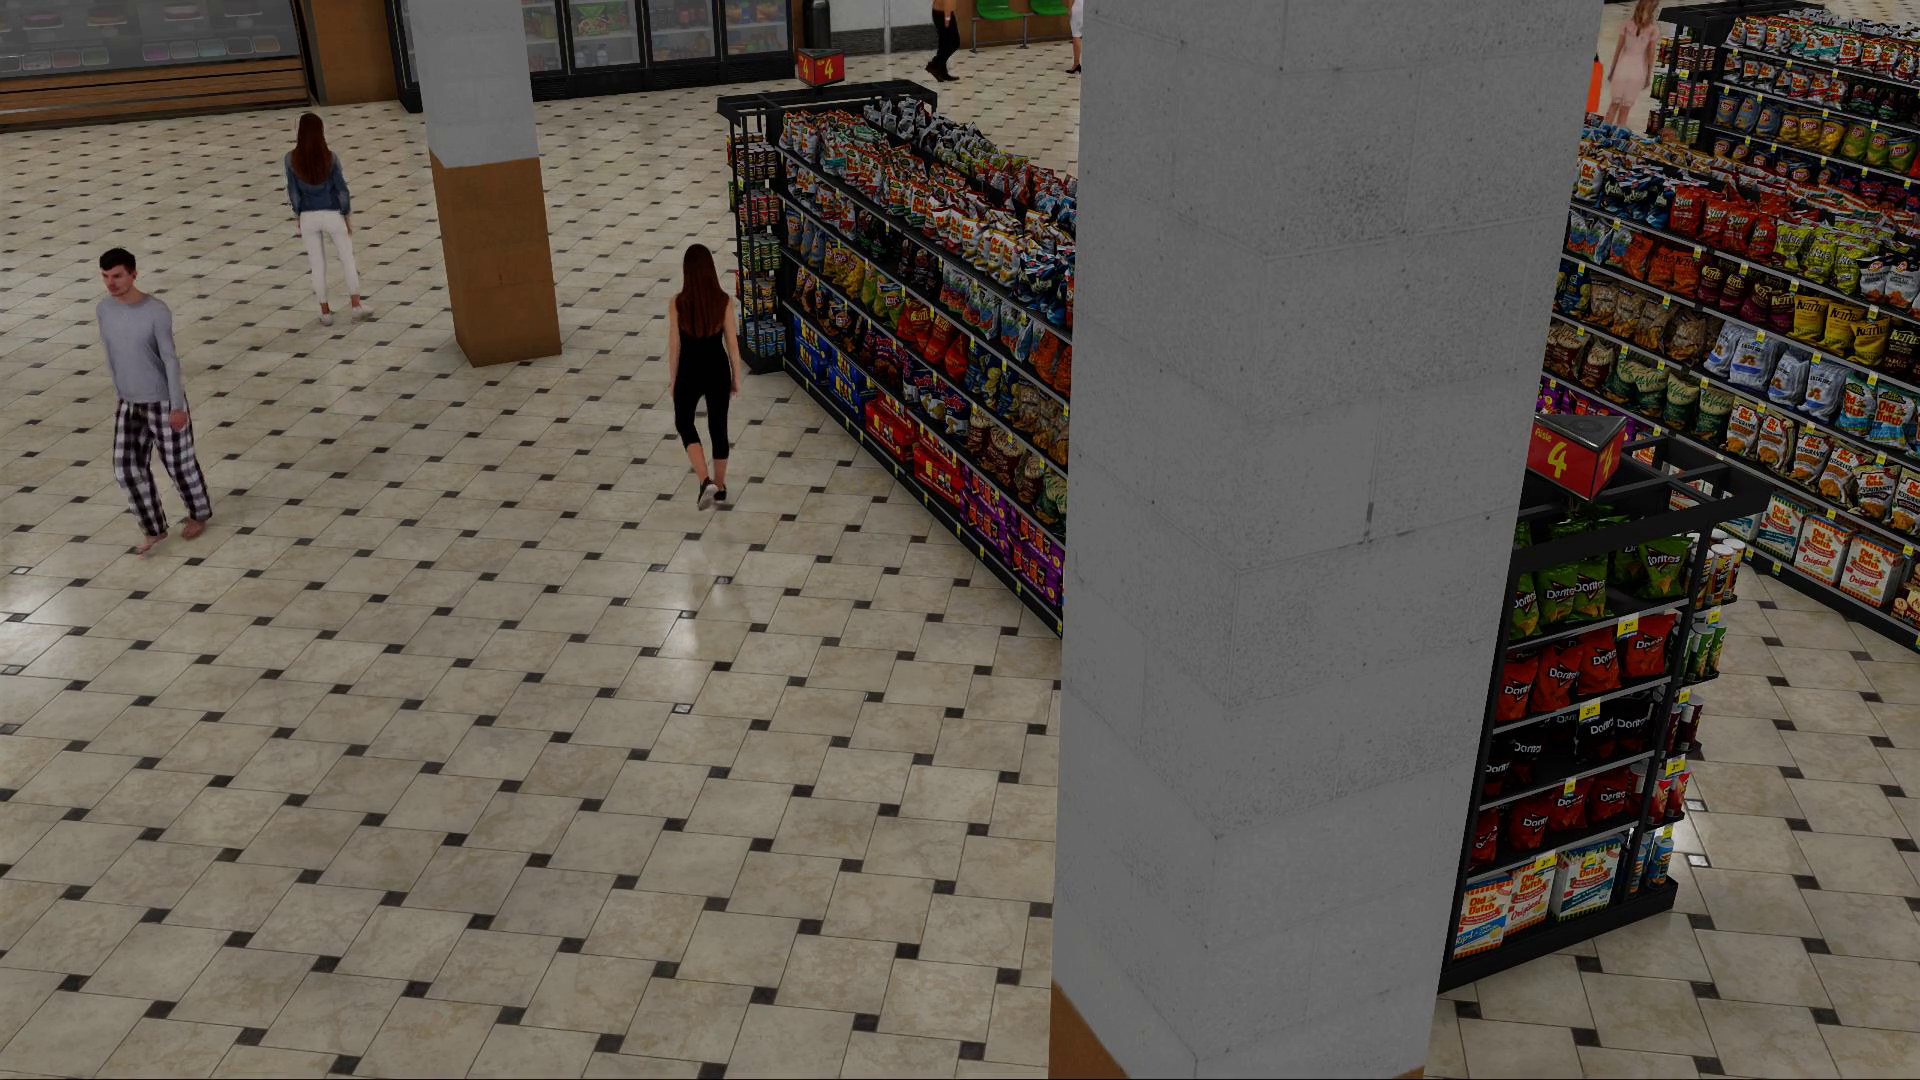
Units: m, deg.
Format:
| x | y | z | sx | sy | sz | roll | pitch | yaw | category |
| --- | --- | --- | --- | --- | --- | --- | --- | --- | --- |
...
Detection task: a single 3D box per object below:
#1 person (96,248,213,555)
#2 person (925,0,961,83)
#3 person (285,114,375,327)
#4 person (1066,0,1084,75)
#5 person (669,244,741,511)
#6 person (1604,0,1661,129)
| x | y | z | sx | sy | sz | roll | pitch | yaw | category |
| --- | --- | --- | --- | --- | --- | --- | --- | --- | --- |
| -4.785 | -0.875 | 9.941 | 0.869 | 1.830 | 0.959 | 3 | 27 | 6 | person |
| -0.281 | -6.916 | 21.948 | 0.770 | 1.744 | 0.719 | -8 | 28 | -15 | person |
| -5.149 | -2.565 | 13.422 | 0.691 | 1.696 | 0.618 | -7 | 28 | -14 | person |
| 1.640 | -7.245 | 22.590 | 0.620 | 1.751 | 0.632 | 23 | 35 | 37 | person |
| -1.573 | -0.951 | 10.219 | 0.679 | 1.714 | 0.890 | -7 | 28 | -14 | person |
| 7.281 | -5.011 | 18.131 | 0.694 | 1.799 | 0.780 | 17 | 31 | 30 | person |
